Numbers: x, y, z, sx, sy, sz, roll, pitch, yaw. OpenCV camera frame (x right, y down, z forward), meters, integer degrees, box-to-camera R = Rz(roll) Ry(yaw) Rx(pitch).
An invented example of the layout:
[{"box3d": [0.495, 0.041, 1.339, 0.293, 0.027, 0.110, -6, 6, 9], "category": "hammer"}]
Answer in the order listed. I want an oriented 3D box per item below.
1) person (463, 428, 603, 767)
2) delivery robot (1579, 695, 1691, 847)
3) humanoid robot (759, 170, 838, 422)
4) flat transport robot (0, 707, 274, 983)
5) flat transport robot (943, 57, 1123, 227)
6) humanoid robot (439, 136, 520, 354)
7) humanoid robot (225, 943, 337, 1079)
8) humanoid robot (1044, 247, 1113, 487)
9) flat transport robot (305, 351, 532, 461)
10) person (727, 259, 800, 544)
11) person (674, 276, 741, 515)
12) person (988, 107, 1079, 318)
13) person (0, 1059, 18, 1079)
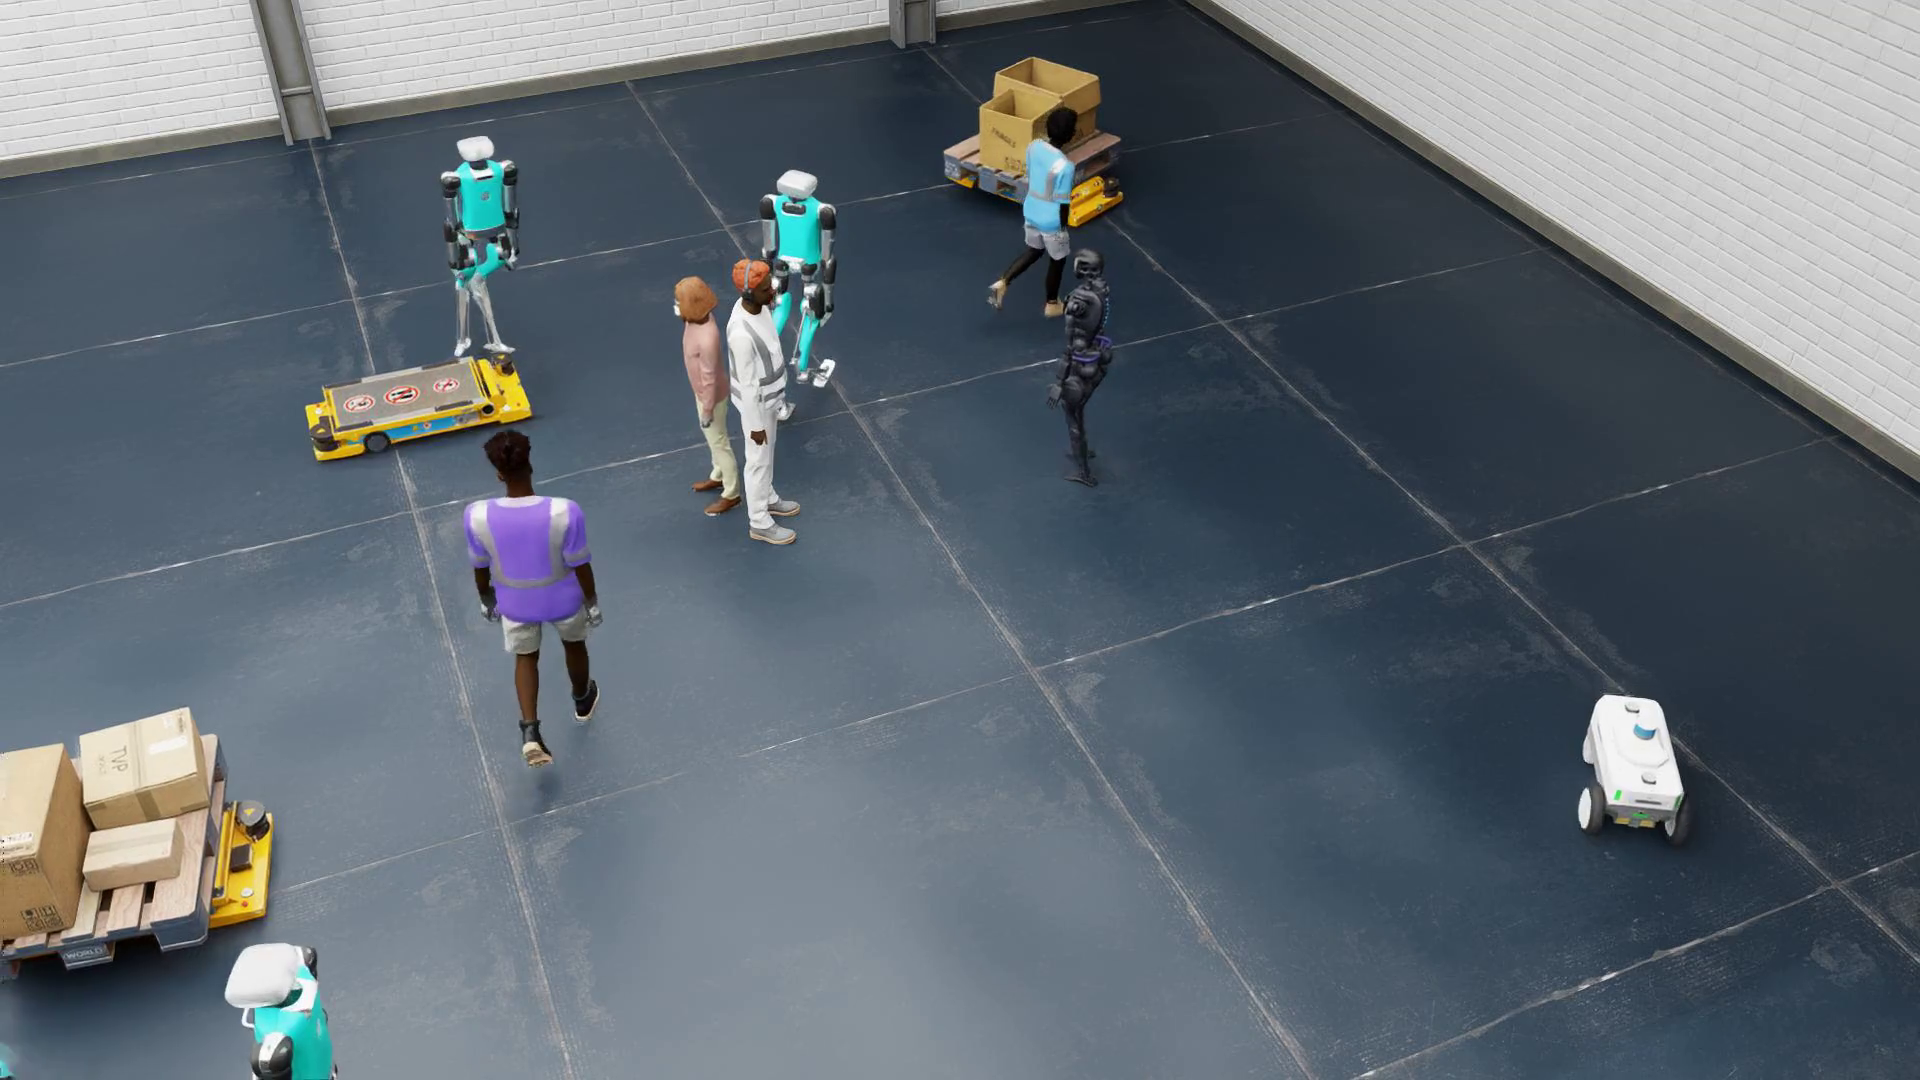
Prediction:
[{"box3d": [-2.161, 0.326, 8.484, 0.632, 1.935, 0.780, -2, 38, -3], "category": "person"}, {"box3d": [3.451, 1.167, 8.527, 0.499, 0.604, 0.808, 5, 38, 7], "category": "delivery robot"}, {"box3d": [-1.123, -1.550, 11.079, 0.545, 1.733, 0.990, 10, 39, 13], "category": "humanoid robot"}, {"box3d": [-4.125, 1.677, 8.091, 1.431, 0.231, 0.659, -9, 38, -11], "category": "flat transport robot"}, {"box3d": [0.638, -3.087, 14.291, 1.431, 0.231, 0.659, 27, 45, 31], "category": "flat transport robot"}, {"box3d": [-3.448, -2.088, 11.792, 0.610, 1.781, 0.848, -22, 43, -26], "category": "humanoid robot"}, {"box3d": [-2.691, 2.210, 6.233, 0.883, 1.828, 0.548, -4, 38, -5], "category": "humanoid robot"}, {"box3d": [0.759, -1.084, 10.531, 0.365, 1.652, 0.615, 19, 41, 23], "category": "humanoid robot"}, {"box3d": [-3.749, -0.931, 11.485, 1.431, 0.231, 0.659, -14, 40, -18], "category": "flat transport robot"}, {"box3d": [-1.198, -0.840, 10.043, 0.347, 1.882, 0.582, 1, 38, 2], "category": "person"}, {"box3d": [-1.576, -0.907, 10.340, 0.286, 1.626, 0.502, -10, 39, -13], "category": "person"}, {"box3d": [0.572, -2.339, 12.163, 0.626, 1.669, 0.550, -21, 42, -25], "category": "person"}, {"box3d": [-3.503, 2.241, 6.035, 0.564, 1.895, 0.977, 0, 38, -1], "category": "person"}]
